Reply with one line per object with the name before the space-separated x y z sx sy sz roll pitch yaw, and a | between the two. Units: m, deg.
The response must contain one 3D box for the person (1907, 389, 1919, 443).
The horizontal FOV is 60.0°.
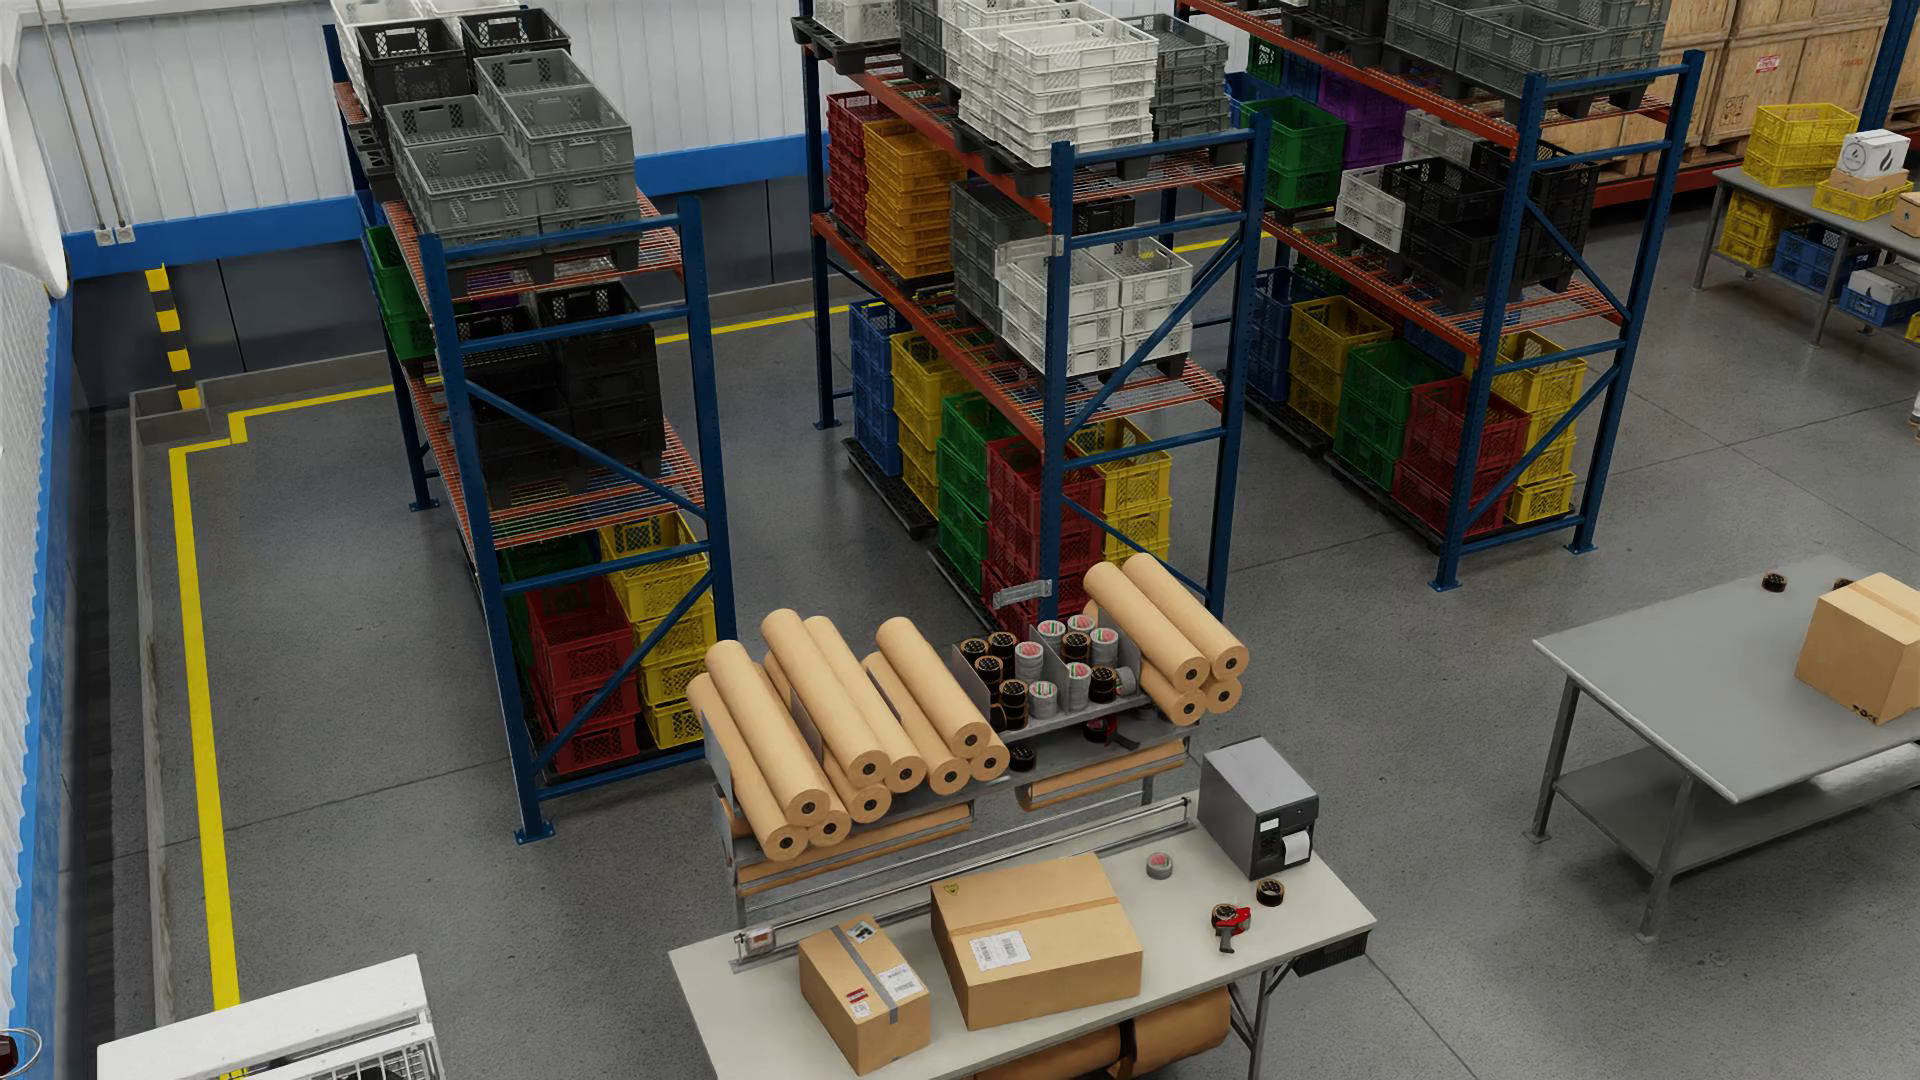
person | 6.635 -1.506 10.879 0.356 1.882 0.574 10 33 16
